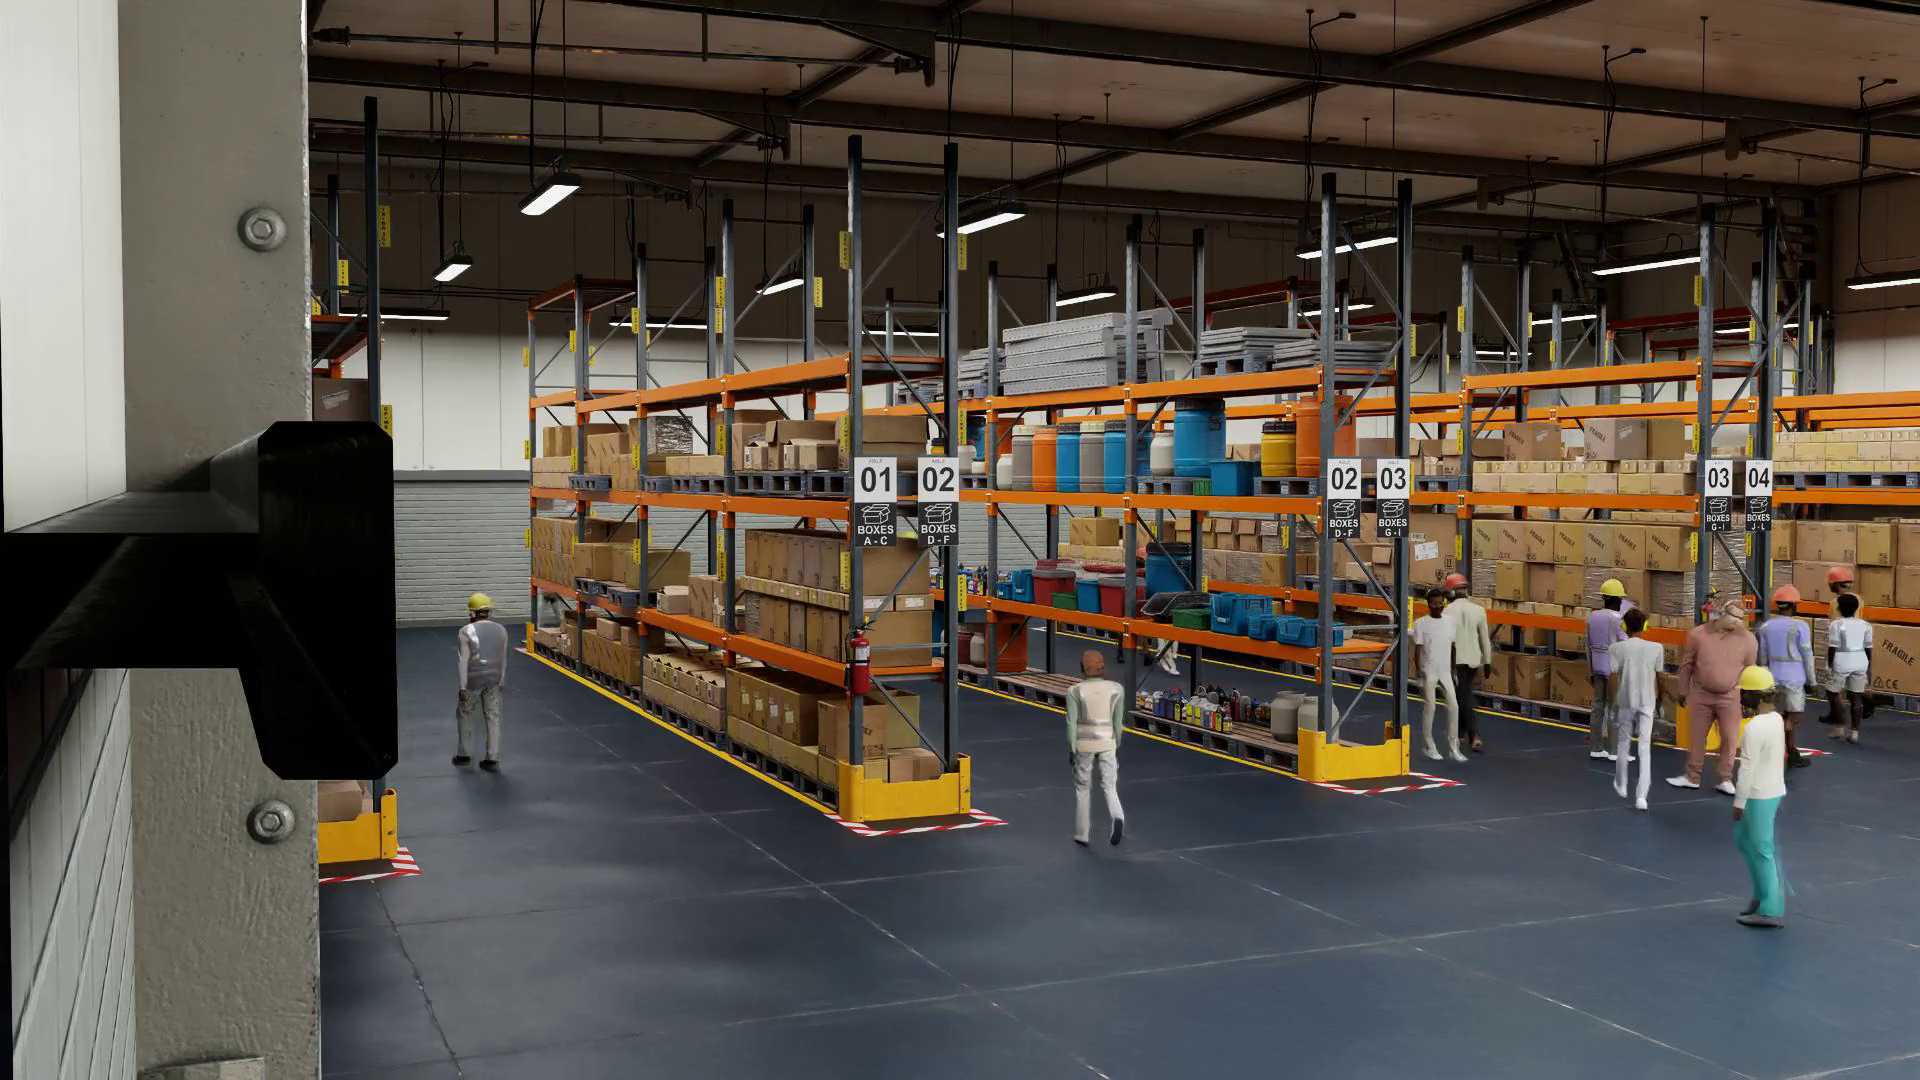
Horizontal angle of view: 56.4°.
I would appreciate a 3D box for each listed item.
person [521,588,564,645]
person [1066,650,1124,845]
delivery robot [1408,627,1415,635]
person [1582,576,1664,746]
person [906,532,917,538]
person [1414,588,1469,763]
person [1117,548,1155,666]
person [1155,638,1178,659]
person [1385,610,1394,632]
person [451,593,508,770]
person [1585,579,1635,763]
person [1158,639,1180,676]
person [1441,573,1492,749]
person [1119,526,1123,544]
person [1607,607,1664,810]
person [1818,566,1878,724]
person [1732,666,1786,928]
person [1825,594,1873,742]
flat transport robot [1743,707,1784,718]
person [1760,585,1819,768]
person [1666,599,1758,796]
[{"bbox_3d":[-7.265,0.927,31.607,0.603,1.870,1.030,2,3,37],"label":"person"},{"bbox_3d":[1.120,1.707,14.589,0.507,1.618,0.630,0,2,-11],"label":"person"},{"bbox_3d":[7.790,1.604,30.138,0.477,0.478,0.707,-1,2,-19],"label":"delivery robot"},{"bbox_3d":[7.366,1.351,19.949,0.635,1.918,0.829,-2,3,-37],"label":"person"},{"bbox_3d":[-1.013,0.734,37.728,0.951,1.776,0.627,0,2,5],"label":"person"},{"bbox_3d":[5.085,1.431,18.848,0.539,1.832,0.788,0,2,-12],"label":"person"},{"bbox_3d":[2.794,1.053,28.444,0.566,1.865,1.043,-1,2,-24],"label":"person"},{"bbox_3d":[3.405,1.142,29.359,0.513,1.607,0.370,-1,2,-17],"label":"person"},{"bbox_3d":[7.749,0.928,31.624,0.582,1.866,0.509,-1,2,-23],"label":"person"},{"bbox_3d":[-5.011,1.456,18.553,0.740,1.802,0.617,2,3,43],"label":"person"},{"bbox_3d":[6.897,1.380,19.007,0.365,1.928,0.585,-1,2,-25],"label":"person"},{"bbox_3d":[3.174,1.110,27.243,0.546,1.841,0.851,-1,2,-22],"label":"person"},{"bbox_3d":[5.622,1.343,20.013,0.608,1.947,1.039,0,2,-12],"label":"person"},{"bbox_3d":[3.542,0.640,38.791,0.757,1.893,0.597,-2,3,-40],"label":"person"},{"bbox_3d":[6.227,1.532,16.508,0.517,1.818,0.992,1,2,17],"label":"person"},{"bbox_3d":[10.744,1.280,21.699,0.560,1.920,0.563,-2,3,-35],"label":"person"},{"bbox_3d":[5.352,1.726,12.112,0.449,1.751,0.546,2,3,41],"label":"person"},{"bbox_3d":[10.064,1.445,20.352,0.558,1.680,0.440,0,2,-8],"label":"person"},{"bbox_3d":[9.223,2.118,21.591,0.652,0.197,1.431,-1,2,-22],"label":"flat transport robot"},{"bbox_3d":[8.457,1.414,18.374,0.876,1.911,0.563,-1,2,-22],"label":"person"},{"bbox_3d":[7.163,1.484,17.088,0.803,1.870,0.444,1,3,31],"label":"person"}]
